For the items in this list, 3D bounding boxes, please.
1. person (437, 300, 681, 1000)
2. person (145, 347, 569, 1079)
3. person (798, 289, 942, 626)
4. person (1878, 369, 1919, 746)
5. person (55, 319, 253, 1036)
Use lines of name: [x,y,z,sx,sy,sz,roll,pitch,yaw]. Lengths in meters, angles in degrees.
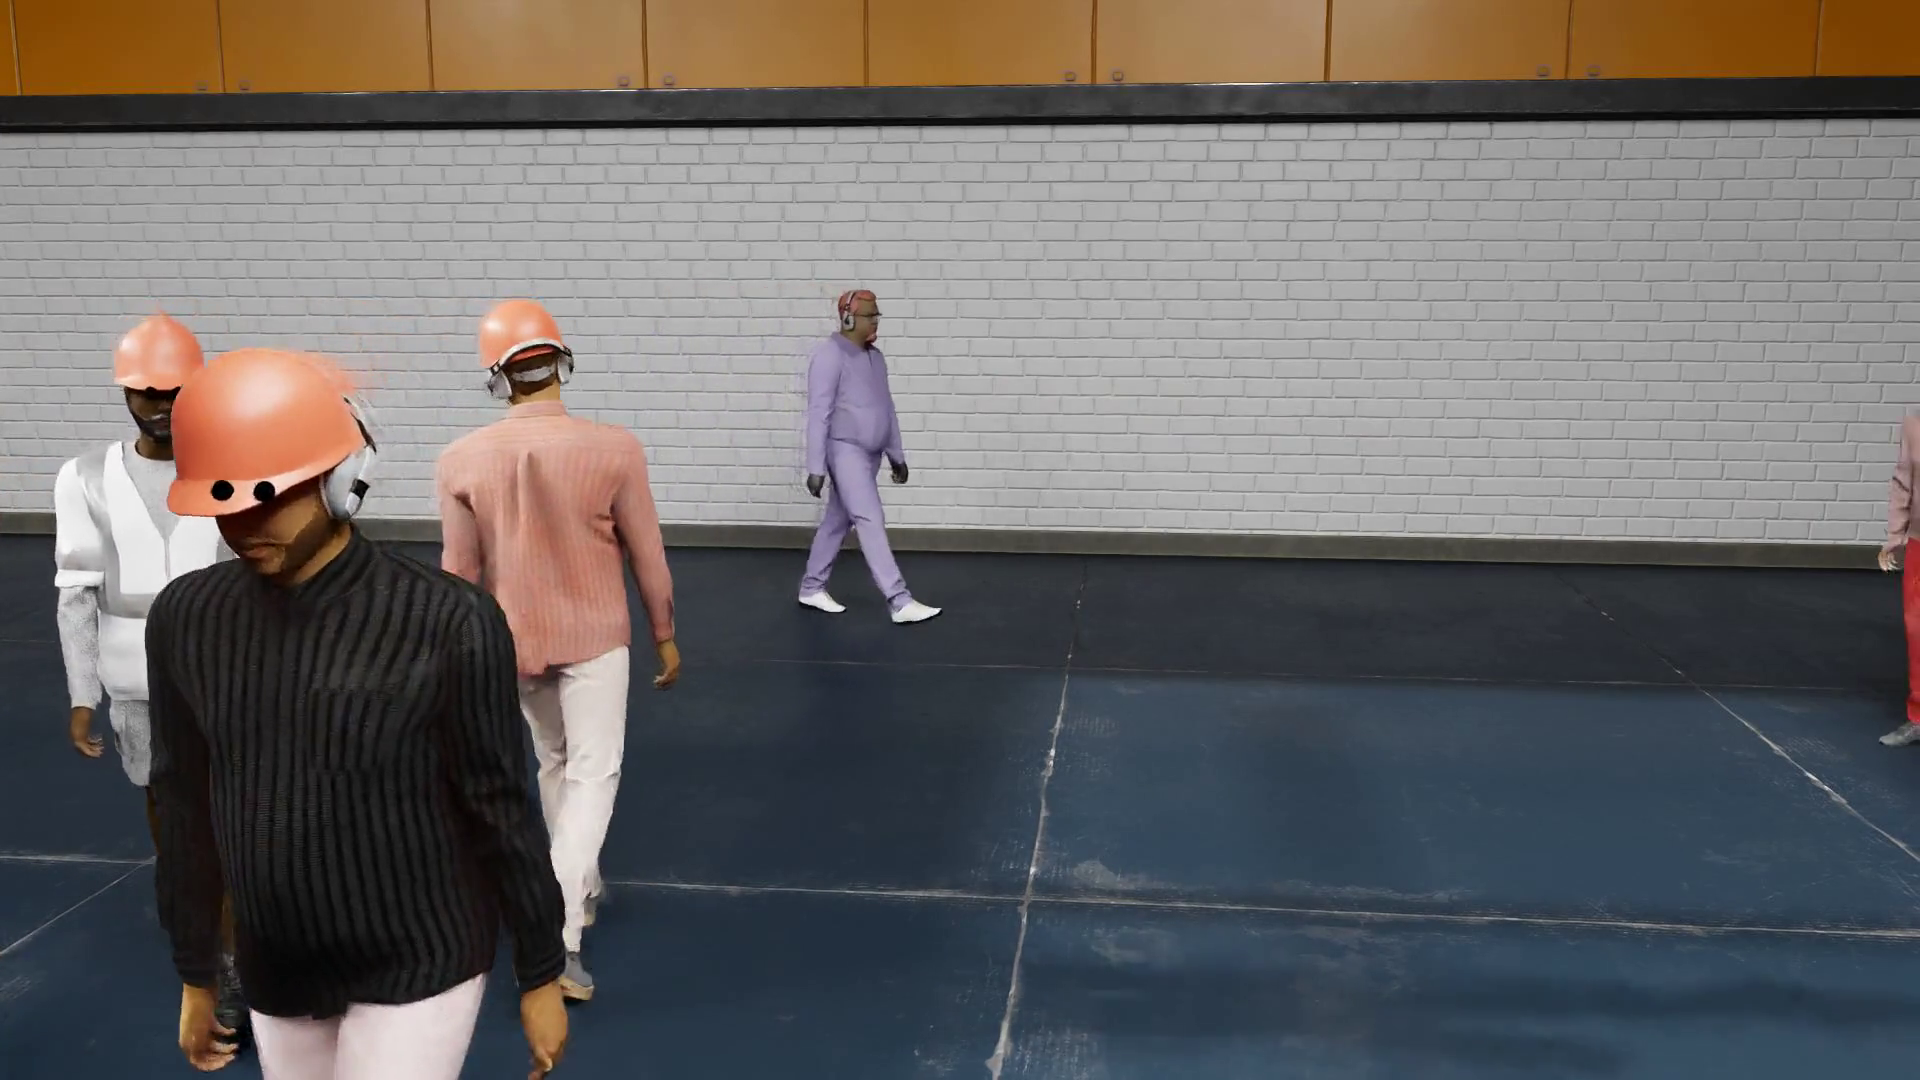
person: [-1.159,0.302,4.747,0.646,1.957,0.978,1,10,7]
person: [-0.939,0.646,2.710,0.640,1.947,0.899,2,10,13]
person: [-0.544,-0.463,9.290,0.989,1.851,0.668,5,11,24]
person: [4.138,0.013,6.891,0.540,1.749,0.542,-3,10,-17]
person: [-2.120,0.357,4.515,0.544,1.892,1.010,-4,11,-20]
